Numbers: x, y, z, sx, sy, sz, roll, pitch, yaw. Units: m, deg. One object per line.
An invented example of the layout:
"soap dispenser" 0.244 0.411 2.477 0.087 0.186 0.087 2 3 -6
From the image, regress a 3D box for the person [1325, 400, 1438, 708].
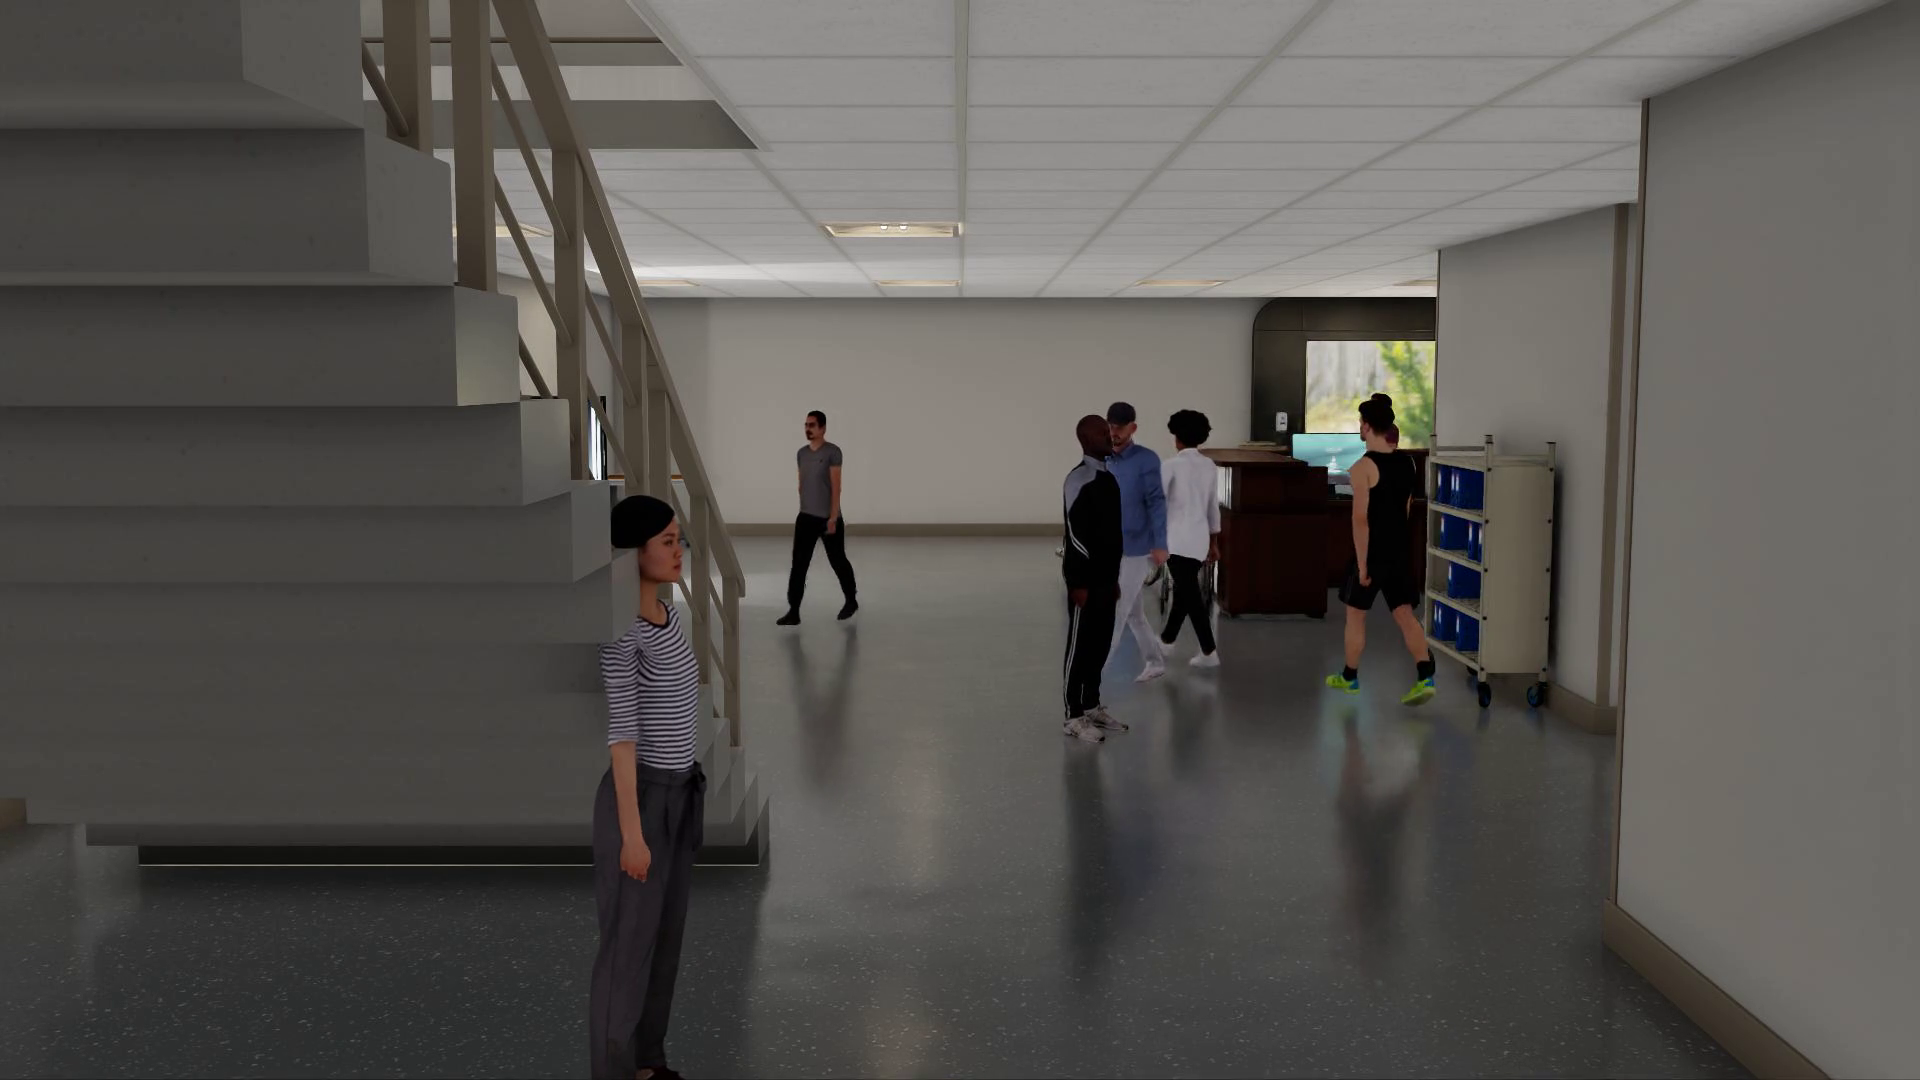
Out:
"person" 2.640 0.116 10.127 0.990 1.847 1.308 -2 6 -22

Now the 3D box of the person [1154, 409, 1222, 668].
"person" 1.600 0.025 11.442 0.976 1.765 1.224 -3 6 -26

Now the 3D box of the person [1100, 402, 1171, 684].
"person" 1.145 0.060 10.757 1.168 1.832 1.143 -6 8 -44

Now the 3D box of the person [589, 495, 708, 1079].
"person" -0.868 0.738 4.513 0.688 1.733 0.502 1 6 9

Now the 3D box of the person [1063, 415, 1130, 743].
"person" 0.744 0.189 9.503 0.795 1.827 0.677 3 7 31

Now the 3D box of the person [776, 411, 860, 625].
"person" -1.080 -0.164 13.555 0.949 1.719 1.235 3 6 26

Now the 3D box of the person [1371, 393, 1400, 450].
"person" 4.468 -0.609 17.373 0.791 1.839 0.627 -1 6 -11
